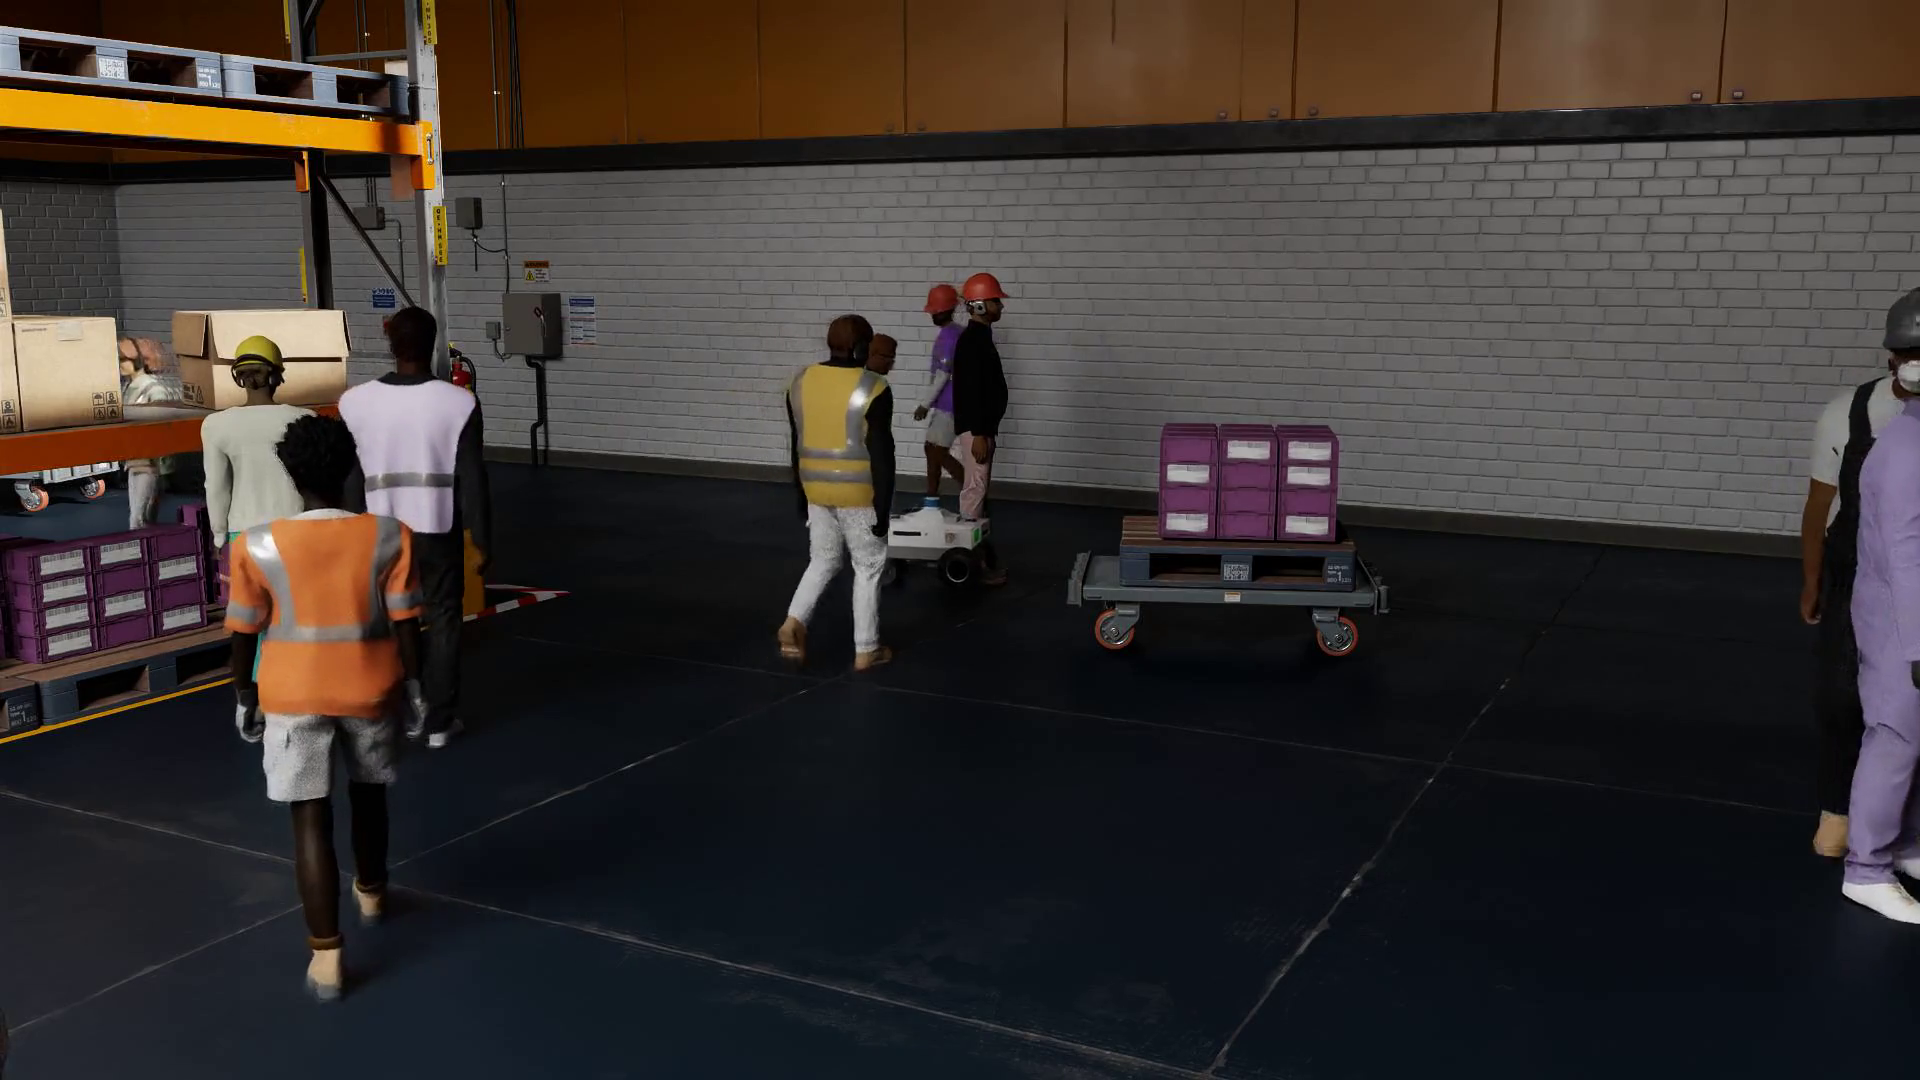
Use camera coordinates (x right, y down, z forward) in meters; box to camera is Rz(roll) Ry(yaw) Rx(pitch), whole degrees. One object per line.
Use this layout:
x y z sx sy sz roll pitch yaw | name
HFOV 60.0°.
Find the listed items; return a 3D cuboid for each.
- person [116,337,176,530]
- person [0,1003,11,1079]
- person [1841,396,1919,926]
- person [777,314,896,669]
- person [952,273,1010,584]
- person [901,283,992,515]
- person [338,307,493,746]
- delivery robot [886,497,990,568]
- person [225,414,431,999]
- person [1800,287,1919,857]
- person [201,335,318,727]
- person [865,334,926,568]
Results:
-4.926 -0.411 10.072 0.521 1.627 0.379 10 14 44 | person
-1.197 0.918 1.615 0.343 1.882 0.585 9 14 43 | person
3.067 0.281 5.279 0.695 1.888 0.408 -9 13 -41 | person
-0.609 -0.217 8.364 0.635 1.825 0.635 5 11 29 | person
0.137 -0.722 10.781 0.375 1.997 0.612 1 10 5 | person
-0.093 -1.070 13.089 0.651 1.896 0.547 -1 10 -5 | person
-2.300 -0.034 7.074 0.604 1.899 0.468 -1 10 -3 | person
-0.179 -0.034 10.696 0.707 0.478 0.477 3 10 14 | delivery robot
-1.884 0.452 4.969 0.546 1.654 0.792 -5 11 -26 | person
3.227 0.142 5.655 0.714 2.000 0.543 7 12 36 | person
-3.106 -0.036 7.508 0.524 1.759 0.328 -3 10 -18 | person
-0.582 -0.572 11.069 0.748 1.585 0.641 -5 11 -26 | person
